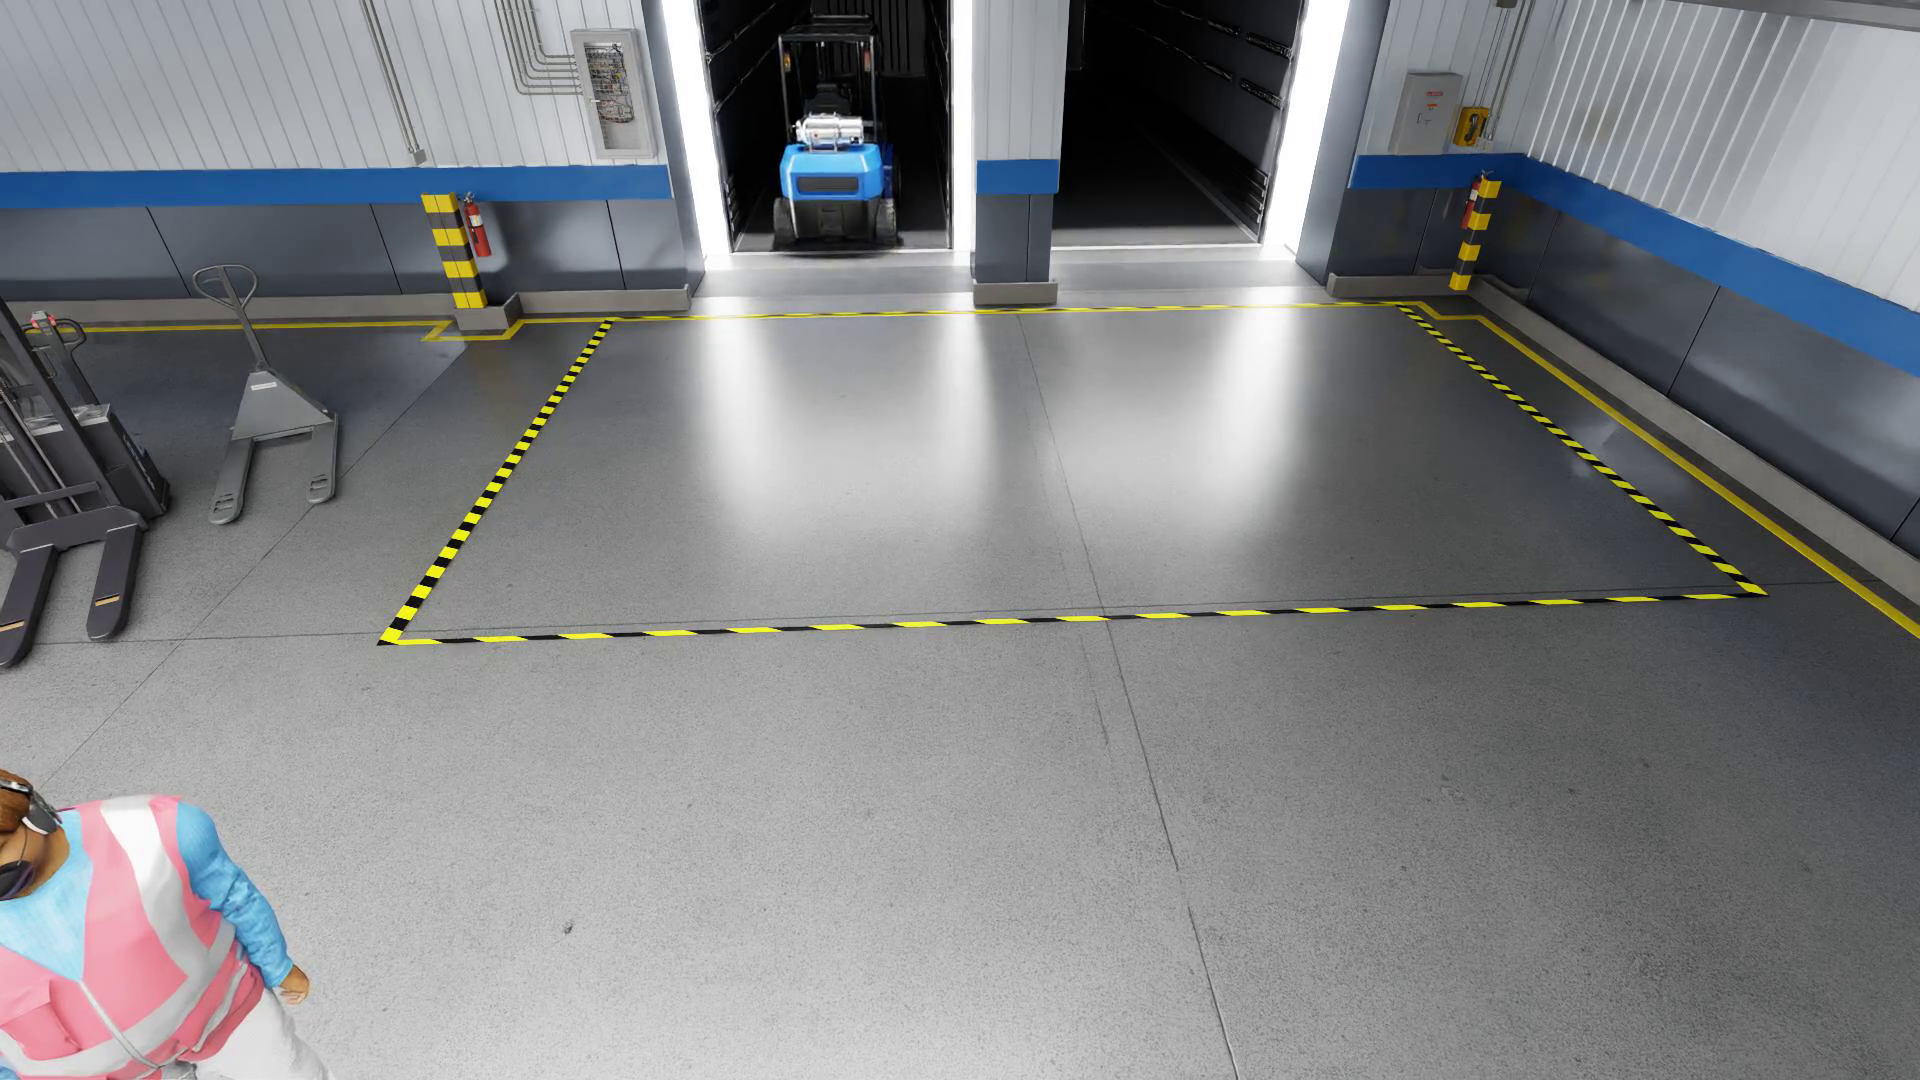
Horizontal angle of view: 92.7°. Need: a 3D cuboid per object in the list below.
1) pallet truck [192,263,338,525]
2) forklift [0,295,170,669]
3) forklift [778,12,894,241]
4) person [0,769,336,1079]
[{"bbox_3d":[-4.778,-1.027,6.128,0.680,1.201,1.601,-17,38,-23],"label":"pallet truck"},{"bbox_3d":[-5.212,-0.618,4.878,0.823,1.965,1.885,-20,39,-26],"label":"forklift"},{"bbox_3d":[-1.415,-4.860,10.653,1.157,2.036,2.680,0,35,0],"label":"forklift"},{"bbox_3d":[-2.035,1.246,2.335,0.620,1.845,0.430,-28,44,-34],"label":"person"}]
